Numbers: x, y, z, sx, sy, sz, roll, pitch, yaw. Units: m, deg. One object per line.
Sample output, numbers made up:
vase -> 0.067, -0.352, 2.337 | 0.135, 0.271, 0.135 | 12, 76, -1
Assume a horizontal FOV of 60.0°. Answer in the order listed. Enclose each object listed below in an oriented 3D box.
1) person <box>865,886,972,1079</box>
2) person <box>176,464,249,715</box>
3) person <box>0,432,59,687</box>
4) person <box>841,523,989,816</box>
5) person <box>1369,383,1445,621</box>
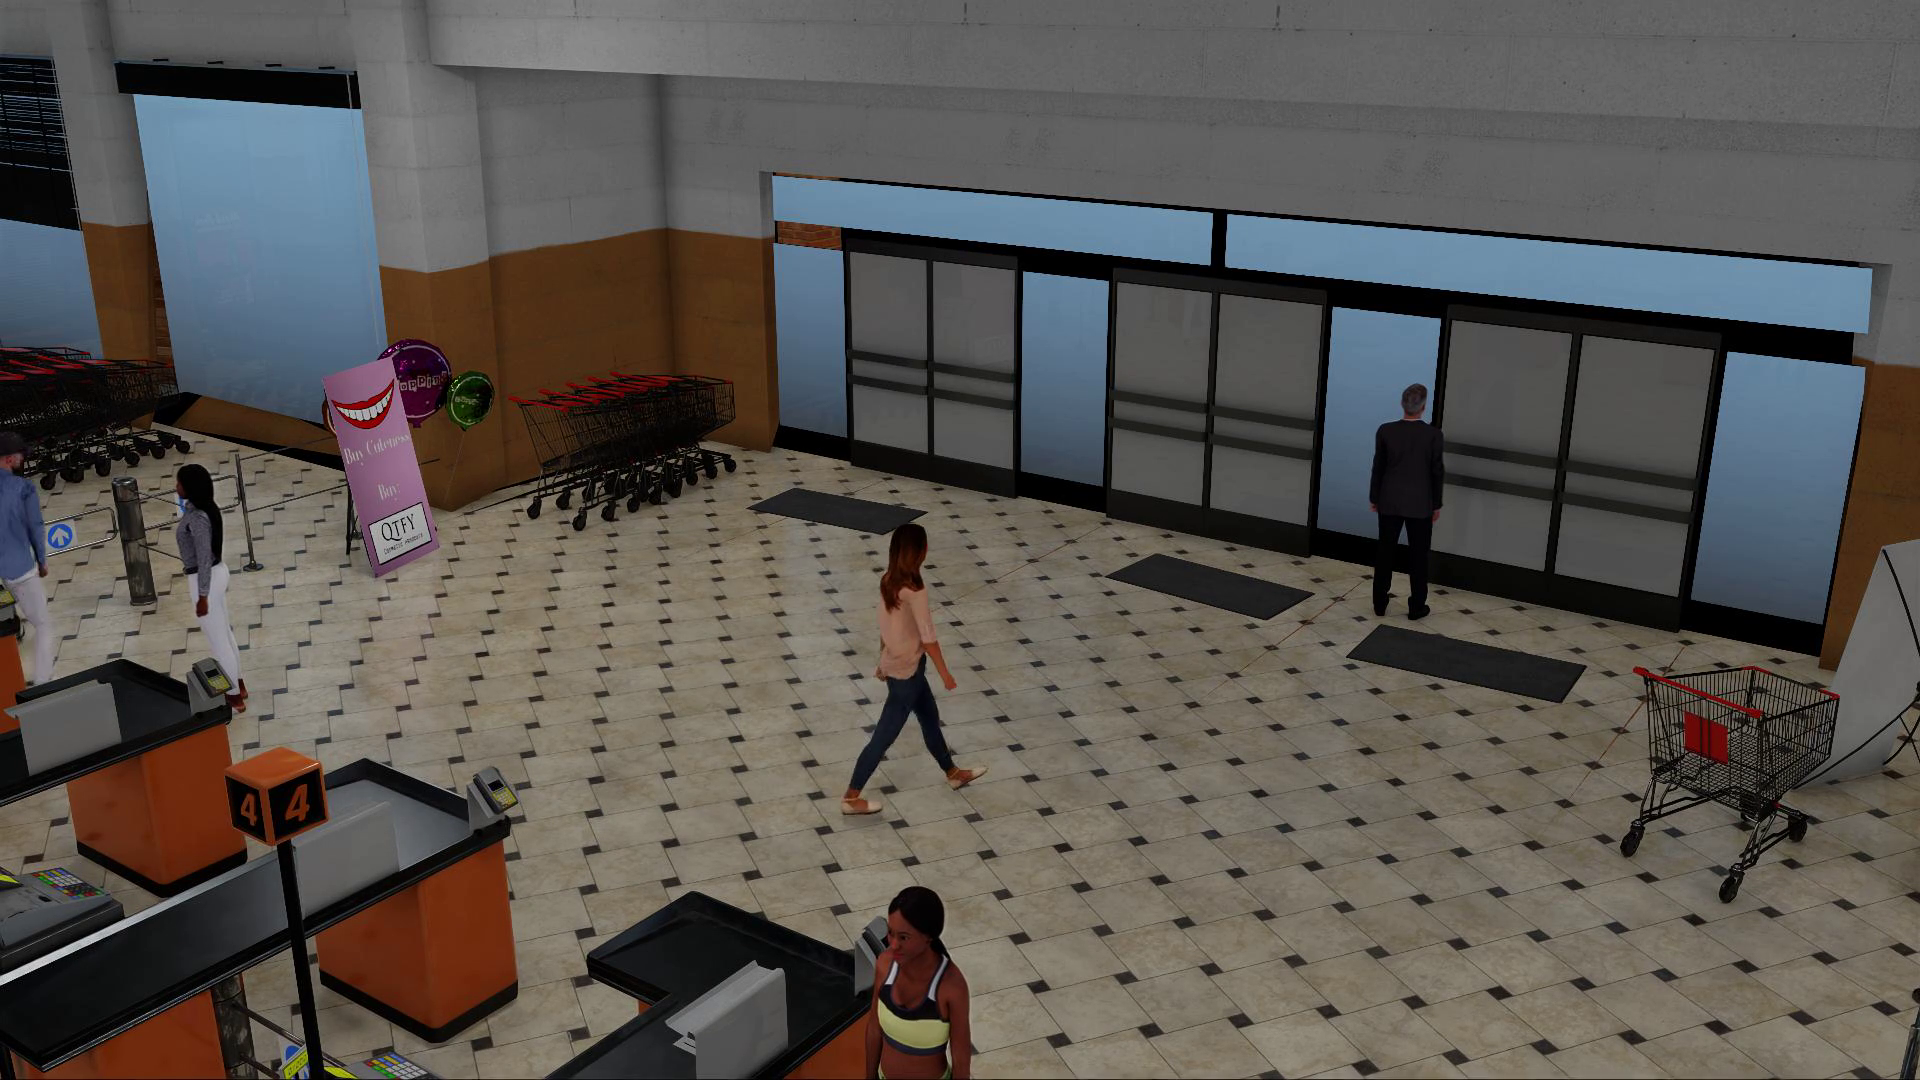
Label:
person -> -0.142, 2.016, 5.969 | 0.574, 1.755, 0.534 | 10, 21, 28
person -> -4.987, 0.321, 11.047 | 0.705, 1.724, 0.669 | -5, 19, -15
person -> -6.489, 0.210, 11.178 | 0.783, 1.850, 0.976 | -14, 23, -36
person -> -0.403, 0.813, 9.583 | 1.240, 1.727, 1.037 | -7, 20, -21
person -> 3.408, -0.299, 12.699 | 0.759, 1.842, 0.667 | 9, 20, 24
